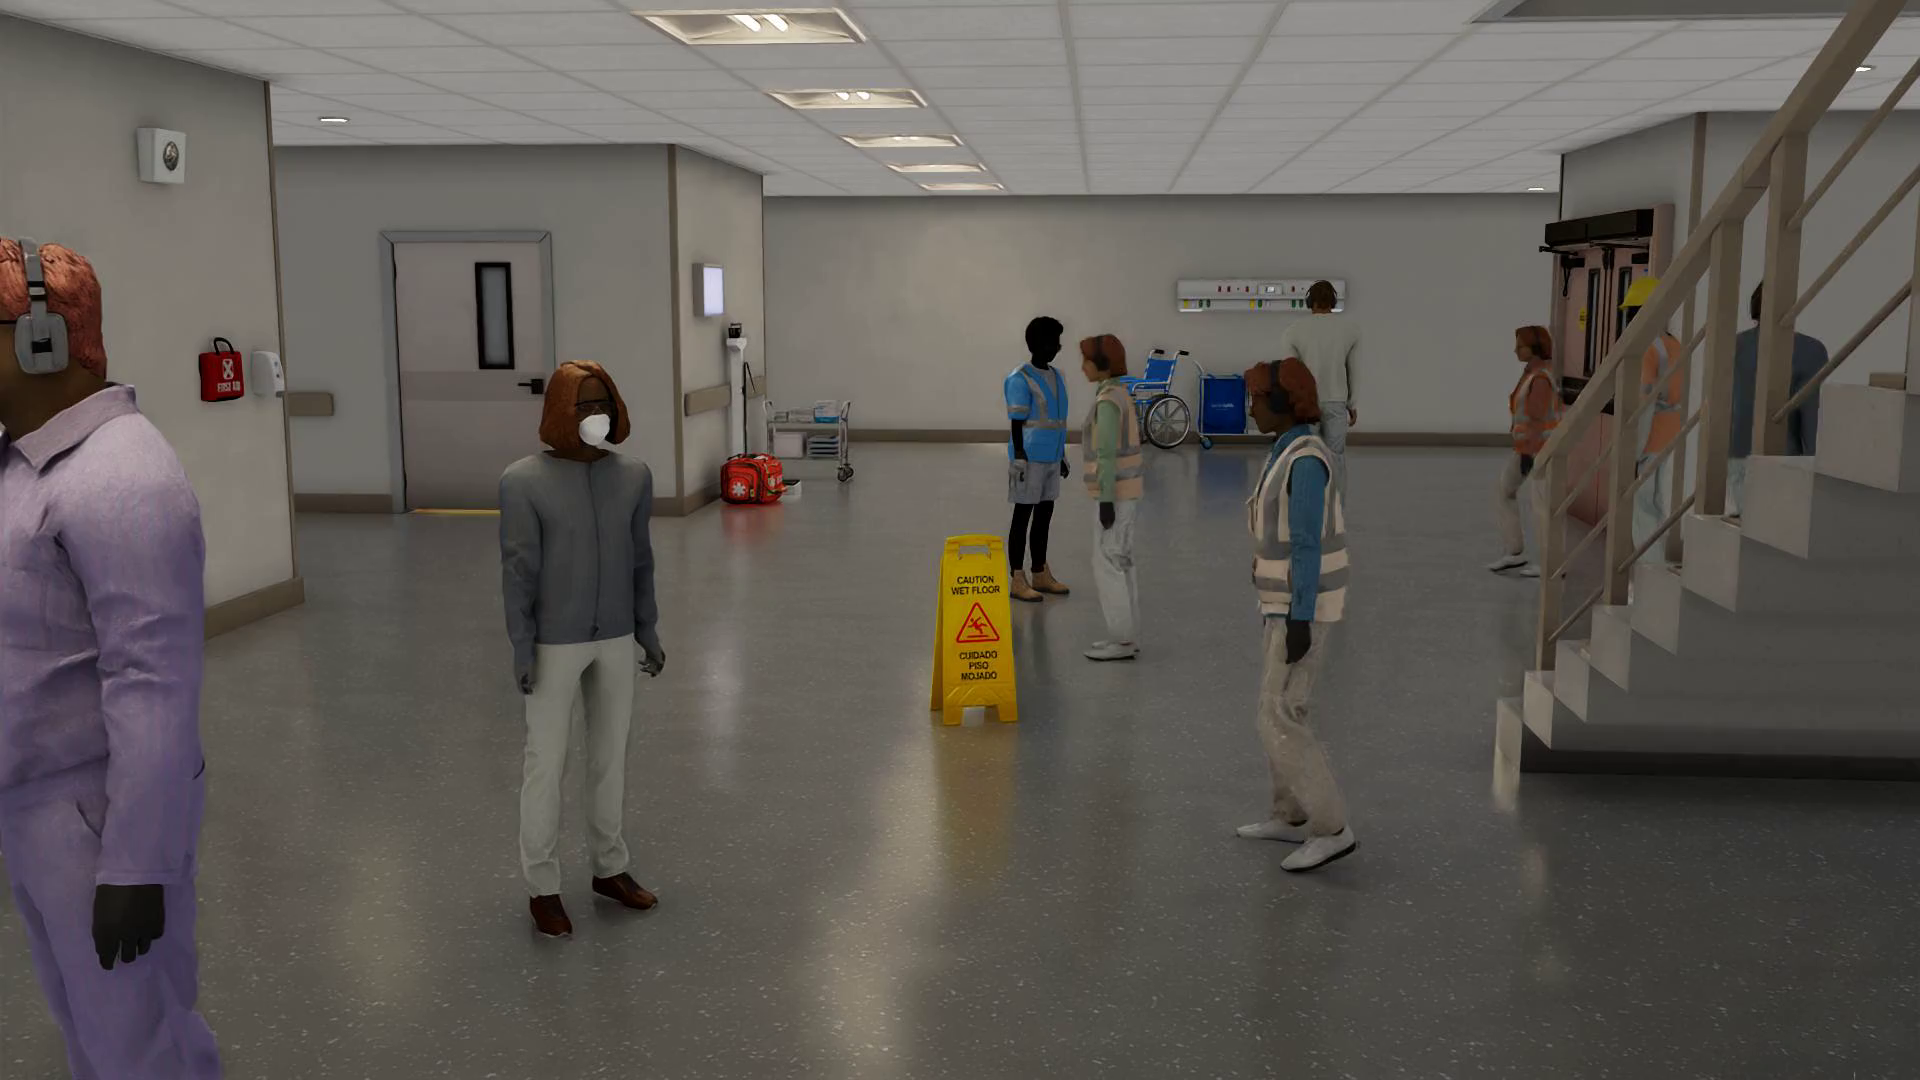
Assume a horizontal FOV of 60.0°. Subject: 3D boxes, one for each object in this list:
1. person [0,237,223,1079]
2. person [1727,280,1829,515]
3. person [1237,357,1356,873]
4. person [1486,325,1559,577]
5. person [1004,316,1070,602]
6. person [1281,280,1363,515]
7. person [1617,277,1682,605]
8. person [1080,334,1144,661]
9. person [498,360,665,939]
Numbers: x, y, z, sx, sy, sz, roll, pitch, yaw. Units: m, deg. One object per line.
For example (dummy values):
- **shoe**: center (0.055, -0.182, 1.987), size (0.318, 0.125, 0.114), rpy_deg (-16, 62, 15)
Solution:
- **person**: center (-1.472, 0.464, 2.764), size (0.401, 1.907, 0.648), rpy_deg (-7, 11, -39)
- **person**: center (4.106, -0.402, 8.604), size (0.757, 1.922, 0.630), rpy_deg (-5, 10, -30)
- **person**: center (1.061, 0.232, 5.310), size (0.338, 1.623, 0.546), rpy_deg (0, 8, 2)
- **person**: center (3.625, -0.563, 10.684), size (0.578, 1.614, 0.537), rpy_deg (1, 8, 10)
- **person**: center (0.472, -0.487, 9.955), size (0.319, 1.693, 0.532), rpy_deg (6, 10, 36)
- **person**: center (2.794, -1.044, 12.919), size (0.629, 1.936, 0.373), rpy_deg (0, 8, 1)
- **person**: center (4.024, -0.574, 9.789), size (0.391, 1.930, 0.595), rpy_deg (6, 10, 36)
- **person**: center (0.759, -0.213, 8.318), size (0.321, 1.629, 0.533), rpy_deg (2, 9, 12)
- **person**: center (-1.080, 0.300, 4.799), size (0.498, 1.634, 0.283), rpy_deg (-8, 12, -43)
